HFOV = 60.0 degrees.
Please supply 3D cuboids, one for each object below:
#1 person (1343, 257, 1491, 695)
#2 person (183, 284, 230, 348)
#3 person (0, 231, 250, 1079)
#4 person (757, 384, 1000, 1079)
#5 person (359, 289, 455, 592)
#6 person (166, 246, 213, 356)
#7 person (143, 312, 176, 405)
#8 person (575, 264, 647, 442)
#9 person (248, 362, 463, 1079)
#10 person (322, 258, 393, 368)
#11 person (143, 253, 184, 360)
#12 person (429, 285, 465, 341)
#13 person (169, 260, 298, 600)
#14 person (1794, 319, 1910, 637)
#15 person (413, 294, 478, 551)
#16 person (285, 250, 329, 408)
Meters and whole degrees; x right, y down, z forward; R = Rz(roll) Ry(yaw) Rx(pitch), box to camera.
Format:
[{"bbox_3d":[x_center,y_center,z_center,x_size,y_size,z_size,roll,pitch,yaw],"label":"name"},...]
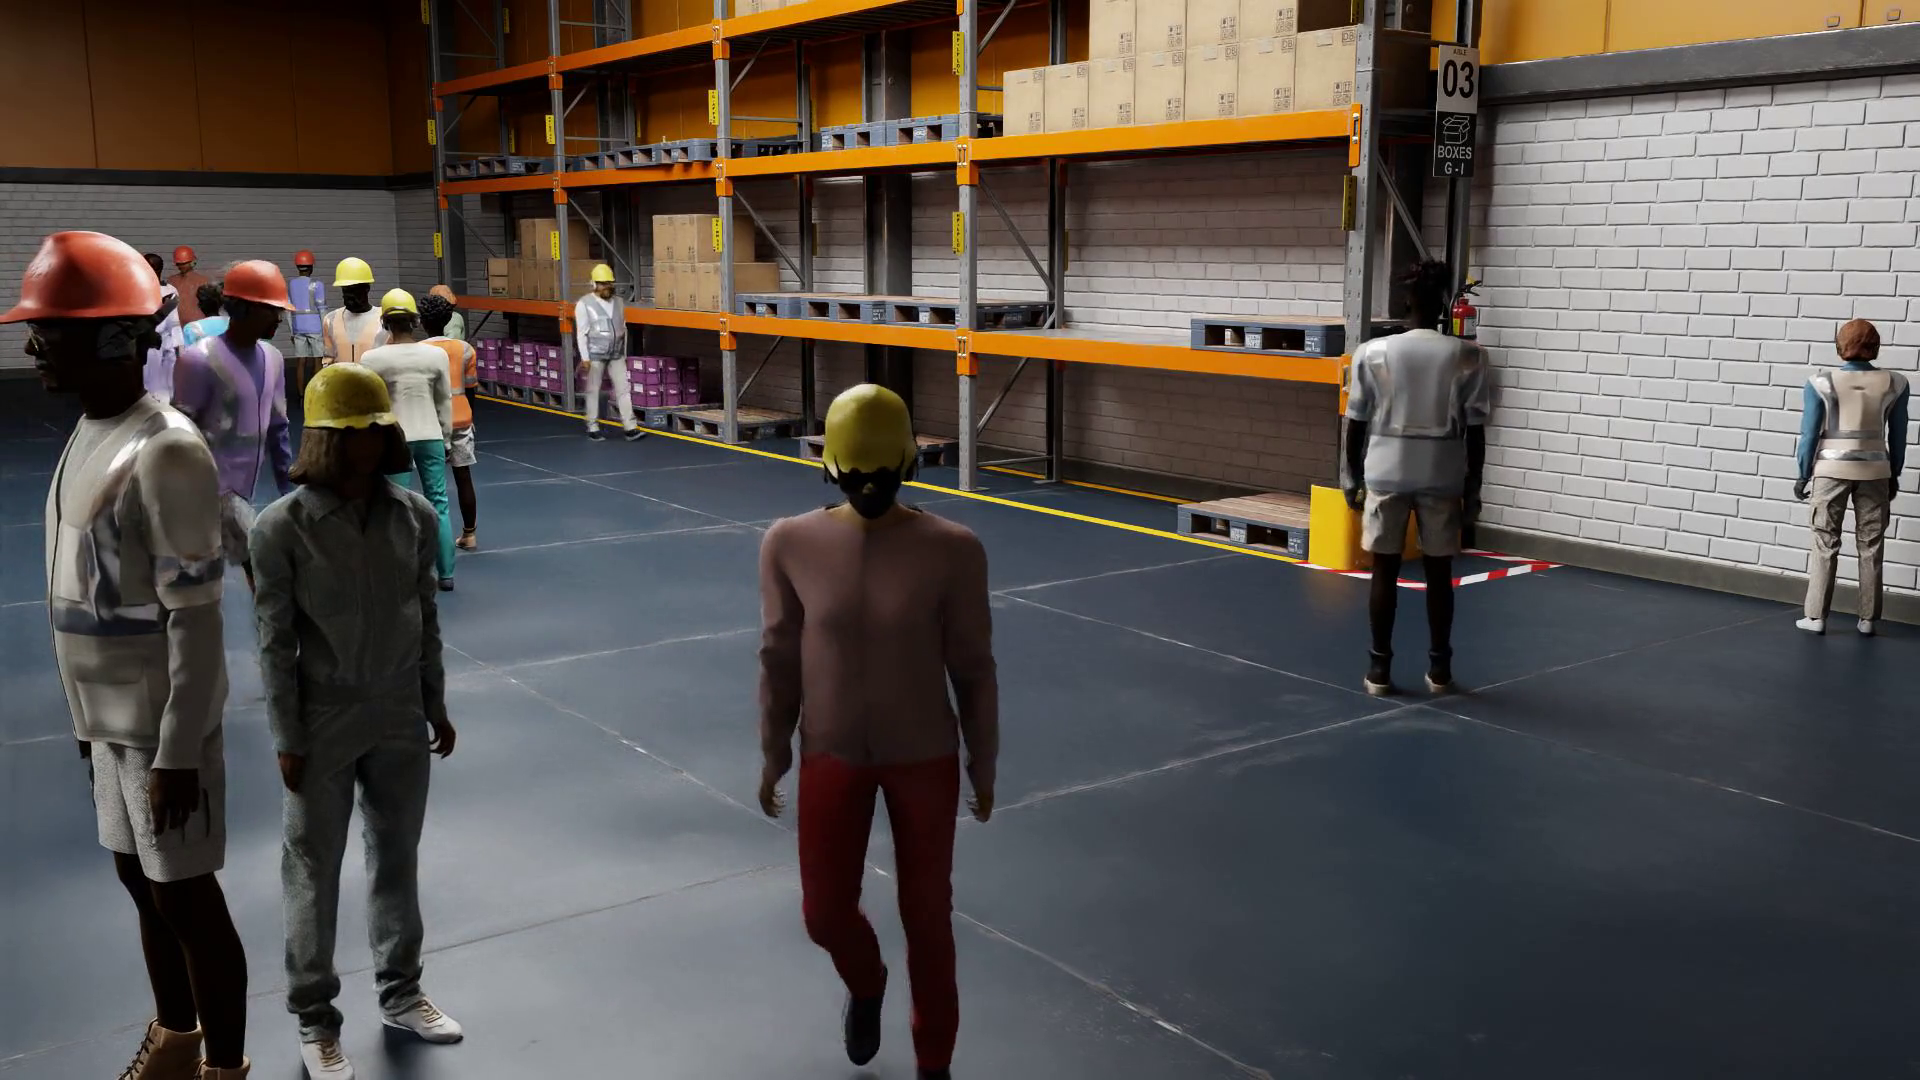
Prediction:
[{"bbox_3d":[2.031,-0.276,7.457,0.619,1.957,0.405,2,10,12],"label":"person"},{"bbox_3d":[-6.208,-1.293,13.941,0.546,1.690,0.321,-9,14,-41],"label":"person"},{"bbox_3d":[-1.790,0.371,3.599,0.378,2.045,0.605,-9,14,-43],"label":"person"},{"bbox_3d":[-0.186,0.499,3.777,0.561,1.723,0.451,0,10,2],"label":"person"},{"bbox_3d":[-3.172,-0.552,9.559,0.526,1.765,0.330,-8,13,-38],"label":"person"},{"bbox_3d":[-9.482,-2.615,20.482,0.608,1.989,0.387,1,10,3],"label":"person"},{"bbox_3d":[-5.775,-1.015,11.662,0.352,1.937,0.635,7,12,35],"label":"person"},{"bbox_3d":[-3.539,-1.878,16.878,0.624,1.802,0.790,-10,14,-43],"label":"person"},{"bbox_3d":[-1.453,0.440,4.057,0.306,1.745,0.483,8,13,39],"label":"person"},{"bbox_3d":[-3.988,-0.917,11.144,0.594,1.924,0.382,1,10,8],"label":"person"},{"bbox_3d":[-8.072,-1.931,16.845,0.395,1.920,0.587,0,10,-2],"label":"person"},{"bbox_3d":[-4.926,-1.635,16.021,0.289,1.626,0.498,3,10,15],"label":"person"},{"bbox_3d":[-3.276,-0.255,7.402,1.135,1.954,0.615,1,10,6],"label":"person"},{"bbox_3d":[4.581,-0.313,8.569,0.512,1.639,0.312,2,10,13],"label":"person"},{"bbox_3d":[-3.374,-0.743,10.812,0.316,1.696,0.541,8,13,40],"label":"person"},{"bbox_3d":[-7.982,-2.579,20.409,0.551,1.942,0.344,2,10,10],"label":"person"}]
